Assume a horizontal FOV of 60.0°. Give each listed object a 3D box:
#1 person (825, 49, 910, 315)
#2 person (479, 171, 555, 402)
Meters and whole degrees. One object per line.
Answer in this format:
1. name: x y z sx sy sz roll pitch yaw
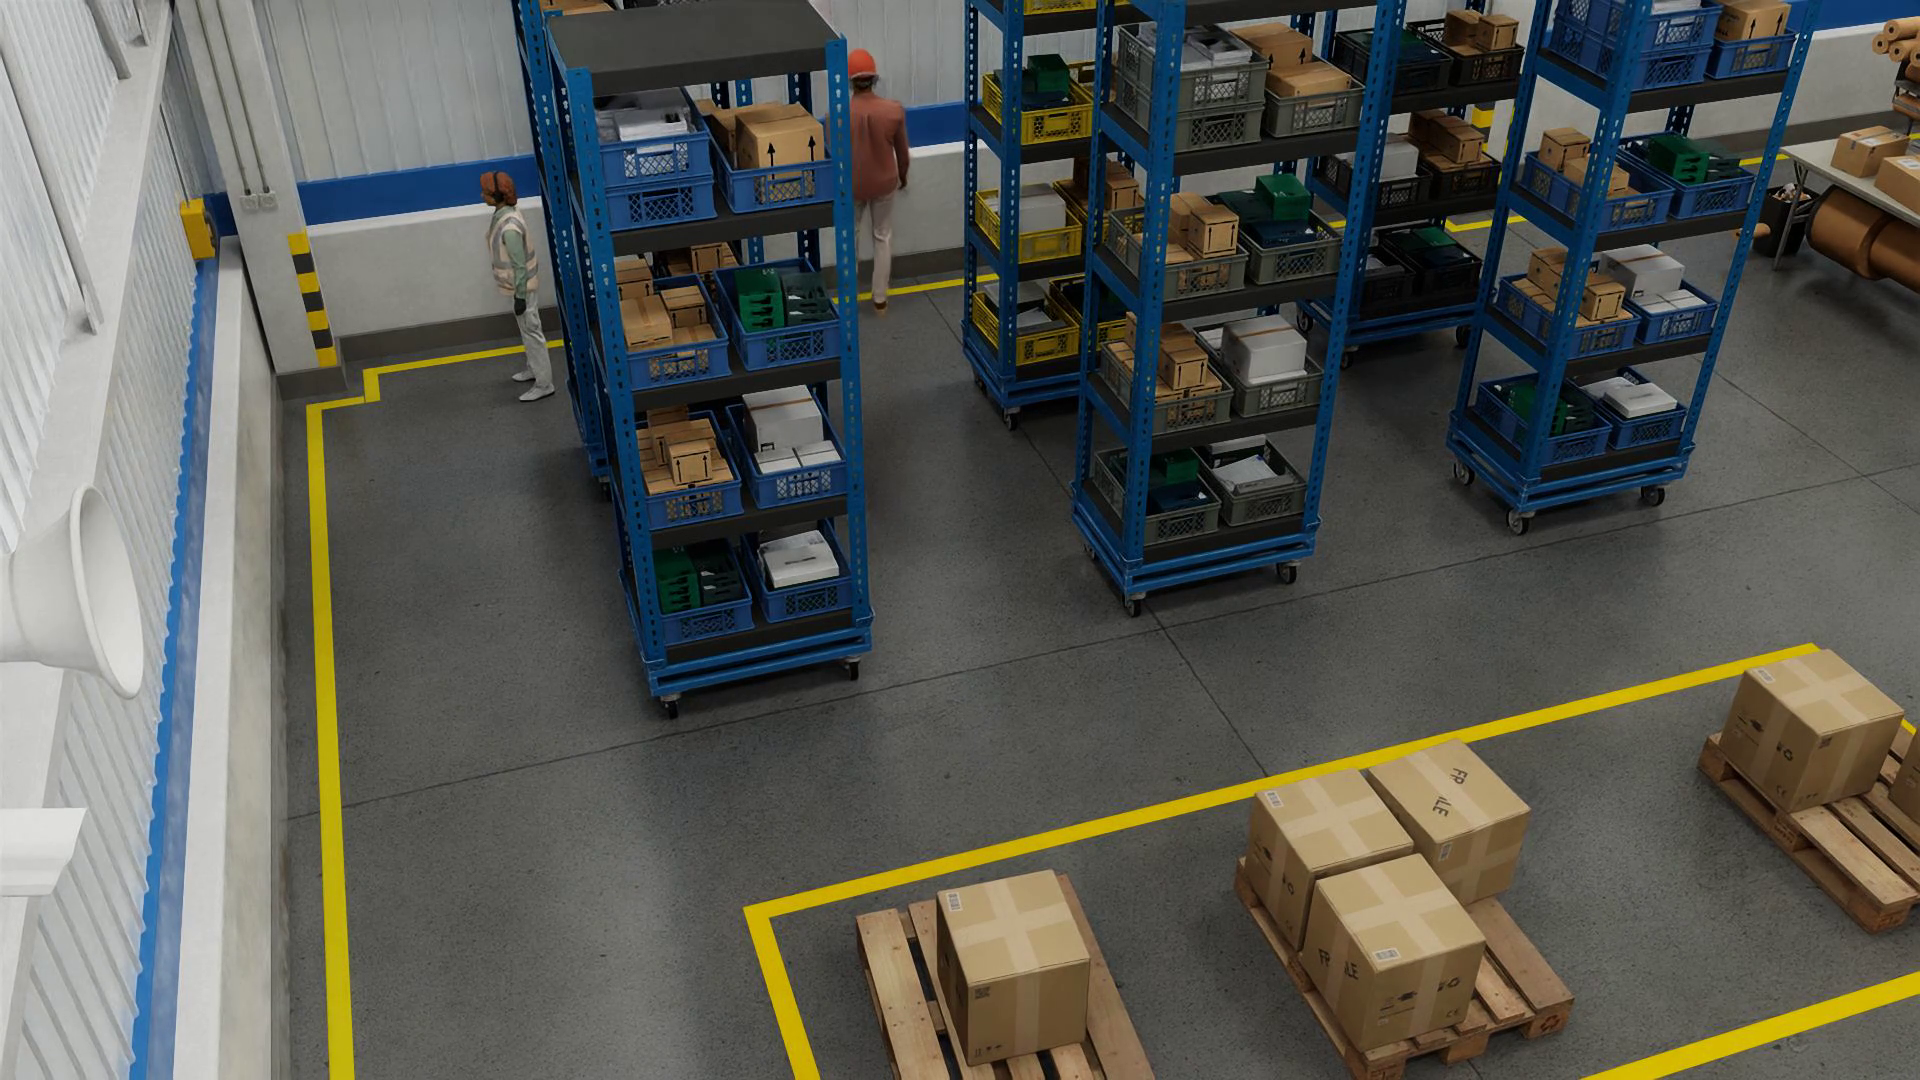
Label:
1. person: -0.691 -2.700 12.398 0.635 1.972 0.715 -4 35 -6
2. person: -3.009 -1.729 11.303 0.310 1.638 0.523 -11 37 -15
